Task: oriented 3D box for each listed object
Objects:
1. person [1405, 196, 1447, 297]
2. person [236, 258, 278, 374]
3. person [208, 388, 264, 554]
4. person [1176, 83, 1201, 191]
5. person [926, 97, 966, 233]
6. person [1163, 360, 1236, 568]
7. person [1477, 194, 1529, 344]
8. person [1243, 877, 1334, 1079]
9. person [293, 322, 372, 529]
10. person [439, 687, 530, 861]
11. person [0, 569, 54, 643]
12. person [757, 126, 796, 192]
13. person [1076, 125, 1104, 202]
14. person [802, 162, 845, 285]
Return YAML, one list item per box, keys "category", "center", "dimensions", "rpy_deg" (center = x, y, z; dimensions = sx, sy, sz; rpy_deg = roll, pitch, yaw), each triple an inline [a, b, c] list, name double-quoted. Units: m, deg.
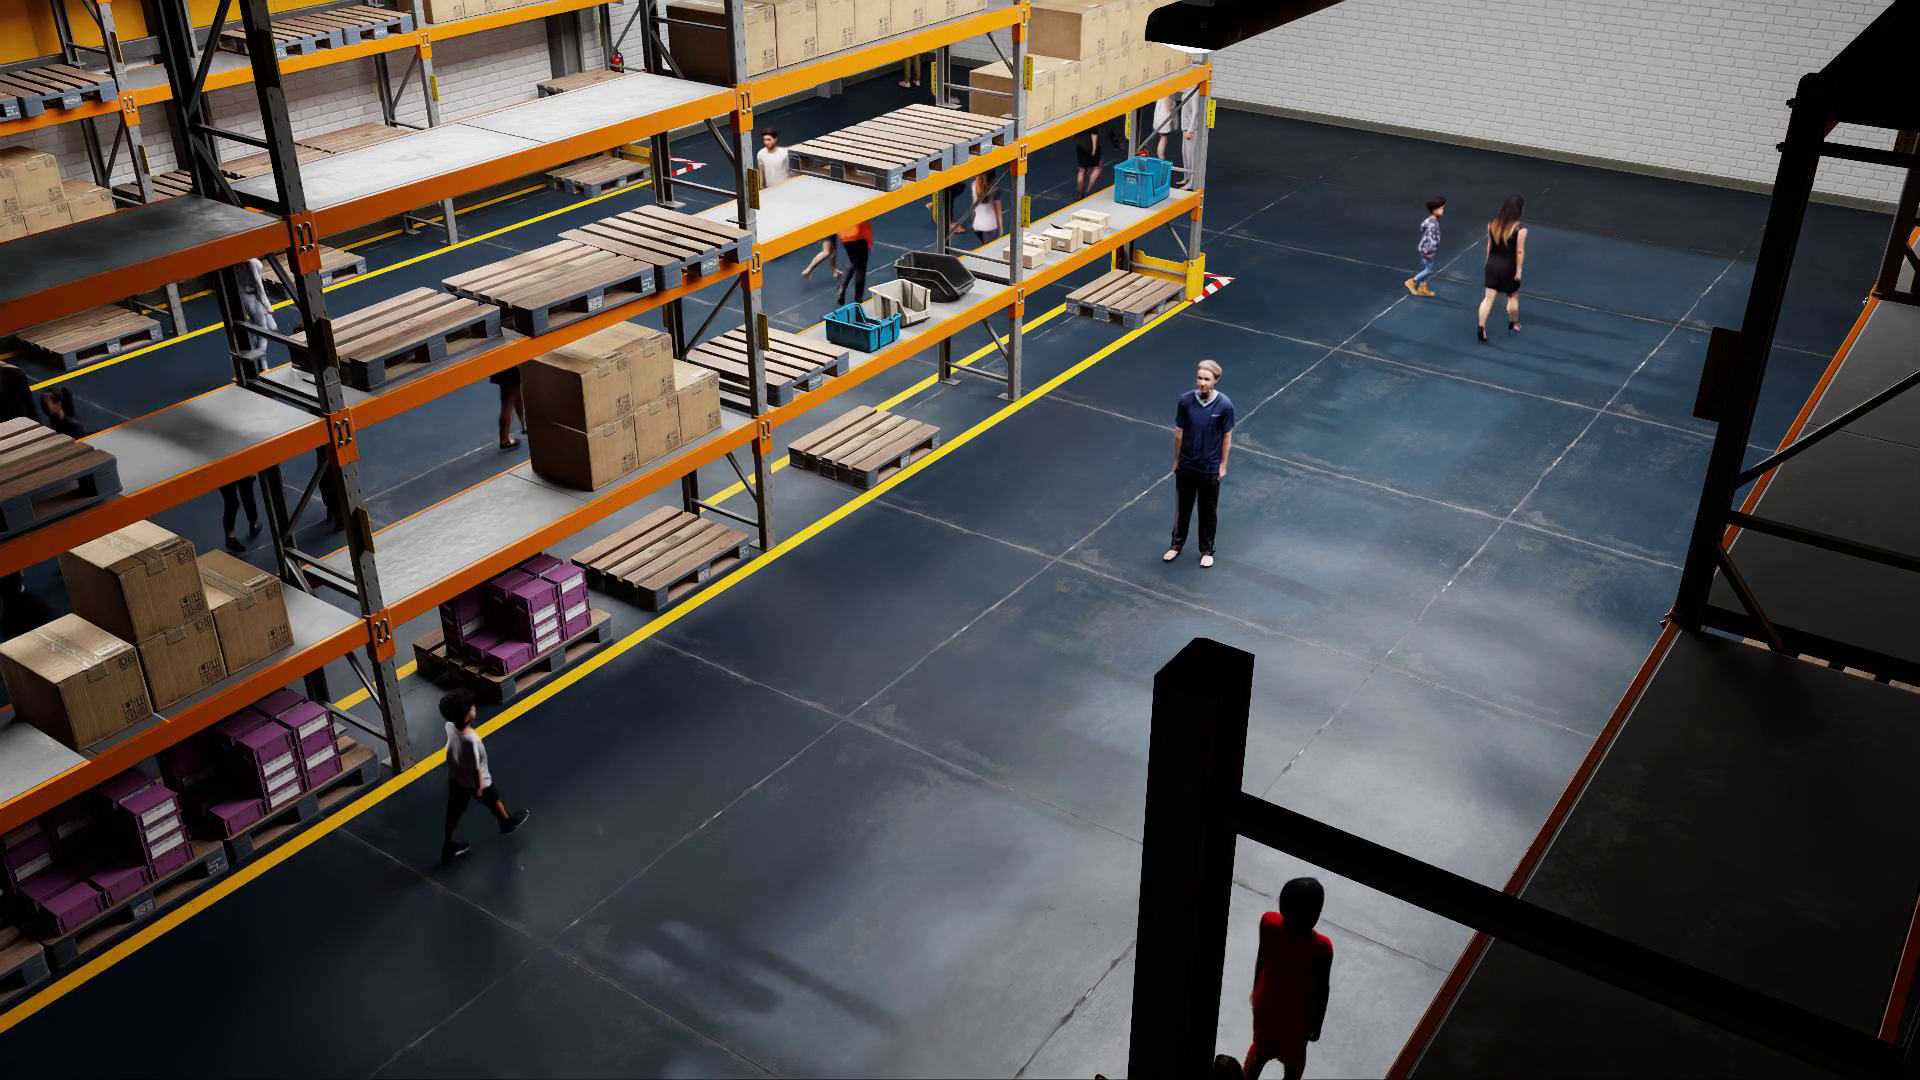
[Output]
- category: "person"
  center: [5.646, -3.566, 20.231]
  dimensions: [0.664, 1.244, 0.618]
  rpy_deg: [10, 30, 18]
- category: "person"
  center: [-7.628, -2.511, 17.735]
  dimensions: [0.829, 1.783, 0.766]
  rpy_deg: [-13, 31, -22]
- category: "person"
  center: [-6.395, -0.578, 14.531]
  dimensions: [0.931, 1.456, 1.013]
  rpy_deg: [-2, 29, -5]
- category: "person"
  center: [3.348, -5.977, 24.099]
  dimensions: [0.737, 1.773, 0.655]
  rpy_deg: [-2, 29, -3]
- category: "person"
  center: [-0.214, -5.048, 22.363]
  dimensions: [0.854, 1.803, 0.860]
  rpy_deg: [12, 31, 21]
- category: "person"
  center: [2.055, -0.668, 14.263]
  dimensions: [0.715, 1.872, 0.648]
  rpy_deg: [9, 30, 17]
- category: "person"
  center: [6.076, -3.021, 18.766]
  dimensions: [0.963, 1.690, 0.806]
  rpy_deg: [-23, 36, -36]
- category: "person"
  center: [1.644, 2.484, 8.635]
  dimensions: [0.575, 1.727, 0.858]
  rpy_deg: [18, 34, 30]
- category: "person"
  center: [-5.696, -1.049, 14.892]
  dimensions: [0.707, 1.938, 0.734]
  rpy_deg: [-17, 33, -28]
- category: "person"
  center: [-3.272, 1.548, 10.871]
  dimensions: [0.498, 1.230, 0.865]
  rpy_deg: [20, 35, 33]
- category: "person"
  center: [-6.238, 0.904, 11.471]
  dimensions: [0.689, 1.785, 0.966]
  rpy_deg: [20, 35, 33]
- category: "person"
  center: [-2.307, -4.564, 21.621]
  dimensions: [0.788, 1.664, 1.104]
  rpy_deg: [12, 31, 20]
- category: "person"
  center: [1.726, -5.496, 23.298]
  dimensions: [0.619, 1.695, 0.631]
  rpy_deg: [-25, 37, -38]
- category: "person"
  center: [-1.699, -3.909, 20.549]
  dimensions: [1.012, 1.542, 0.779]
  rpy_deg: [-17, 33, -28]
